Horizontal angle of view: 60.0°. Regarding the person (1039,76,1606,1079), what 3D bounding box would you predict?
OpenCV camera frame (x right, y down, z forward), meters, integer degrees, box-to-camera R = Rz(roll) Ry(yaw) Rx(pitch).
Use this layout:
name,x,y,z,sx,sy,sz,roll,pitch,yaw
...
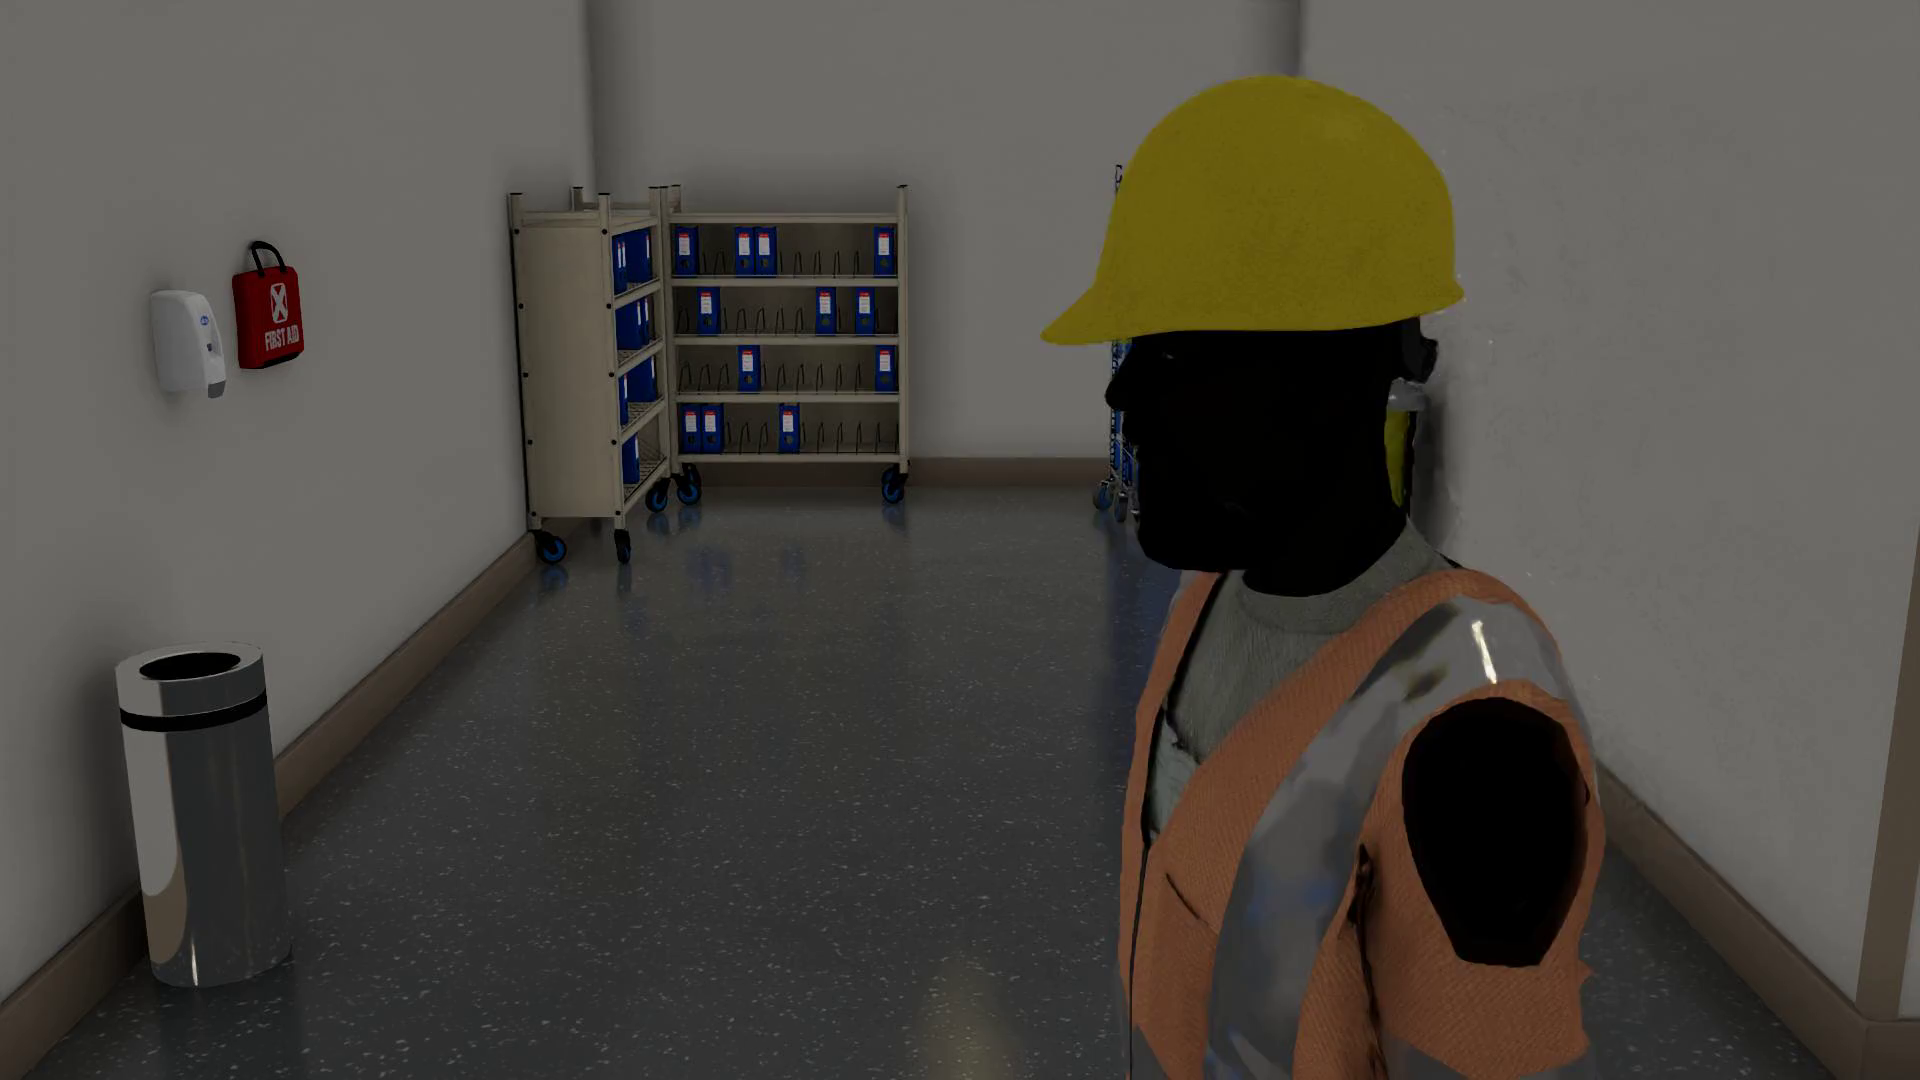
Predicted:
name,x,y,z,sx,sy,sz,roll,pitch,yaw
person,0.356,0.593,1.380,0.871,1.898,0.596,-1,13,-6
